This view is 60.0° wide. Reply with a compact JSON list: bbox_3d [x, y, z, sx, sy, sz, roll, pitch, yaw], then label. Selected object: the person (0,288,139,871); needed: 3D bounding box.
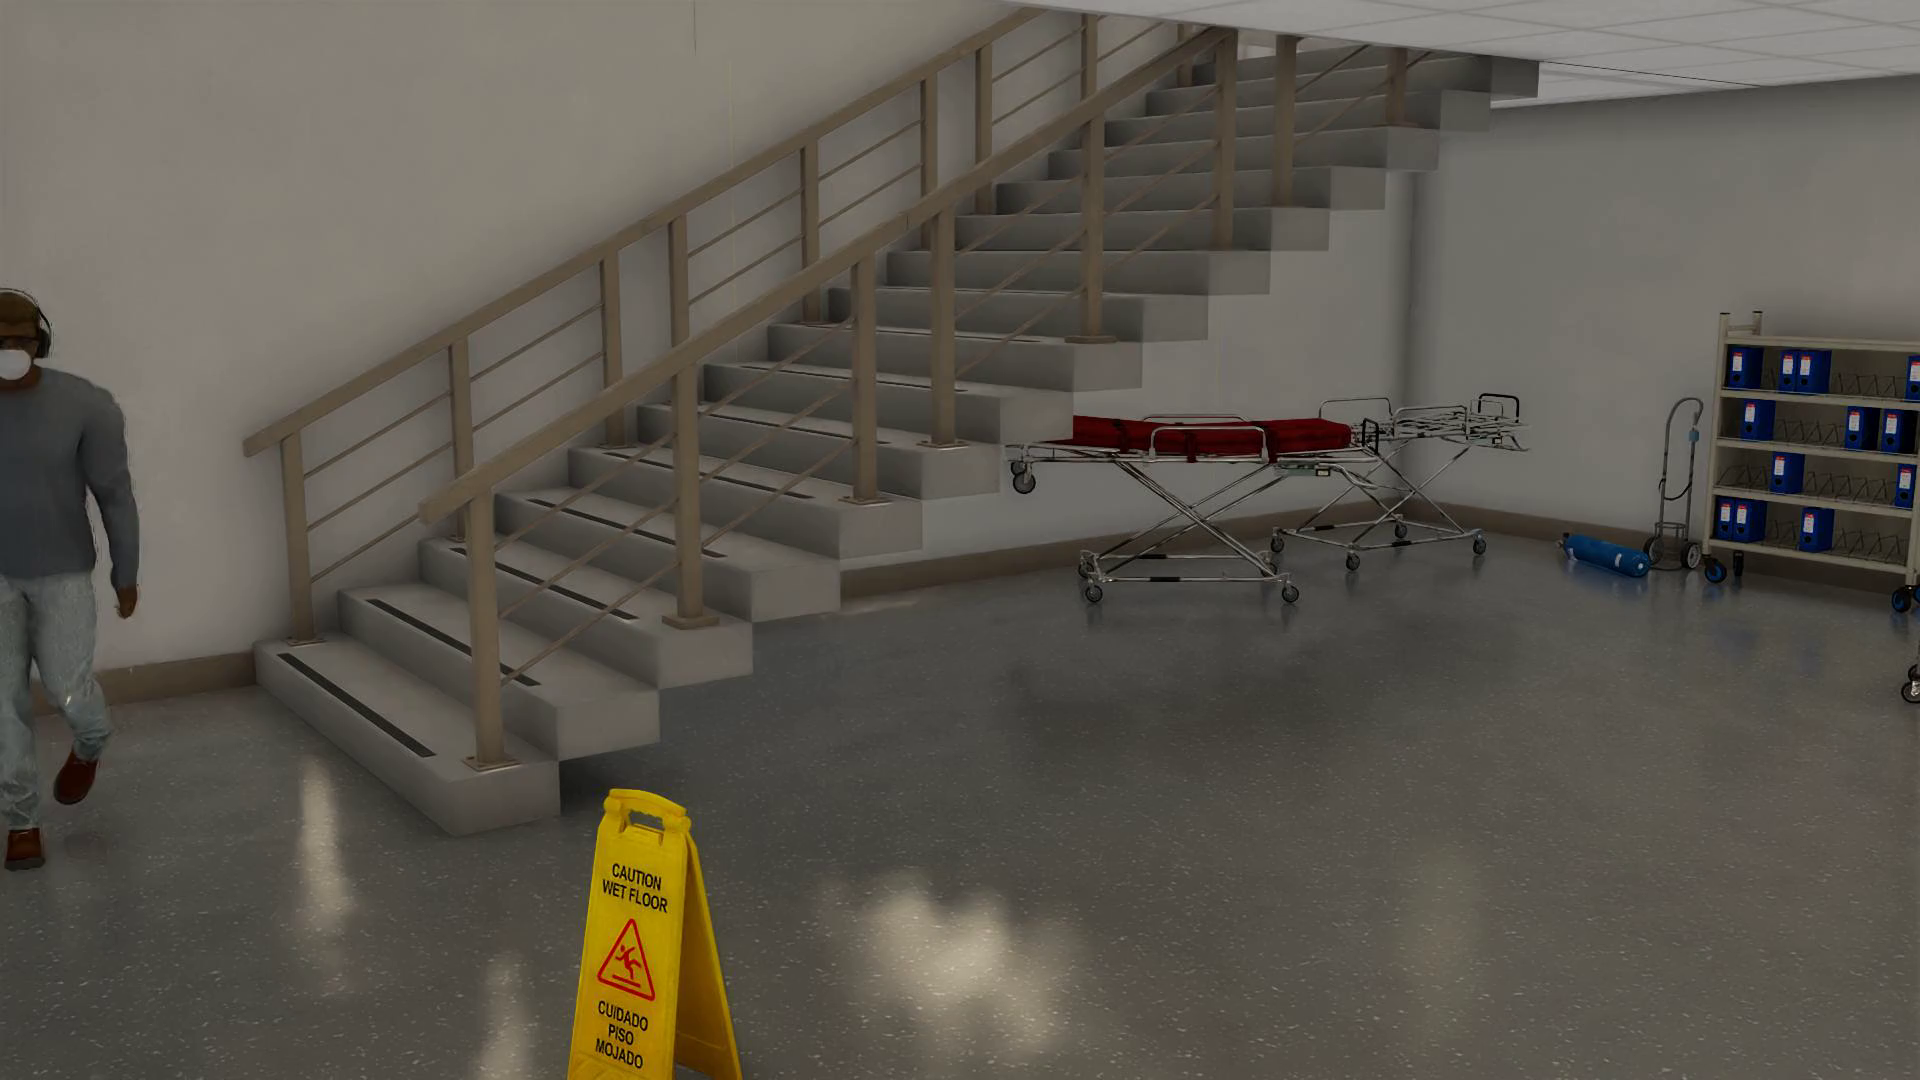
[{"bbox_3d":[-3.120,0.105,5.617,0.658,1.911,0.630,-3,10,-19],"label":"person"}]
